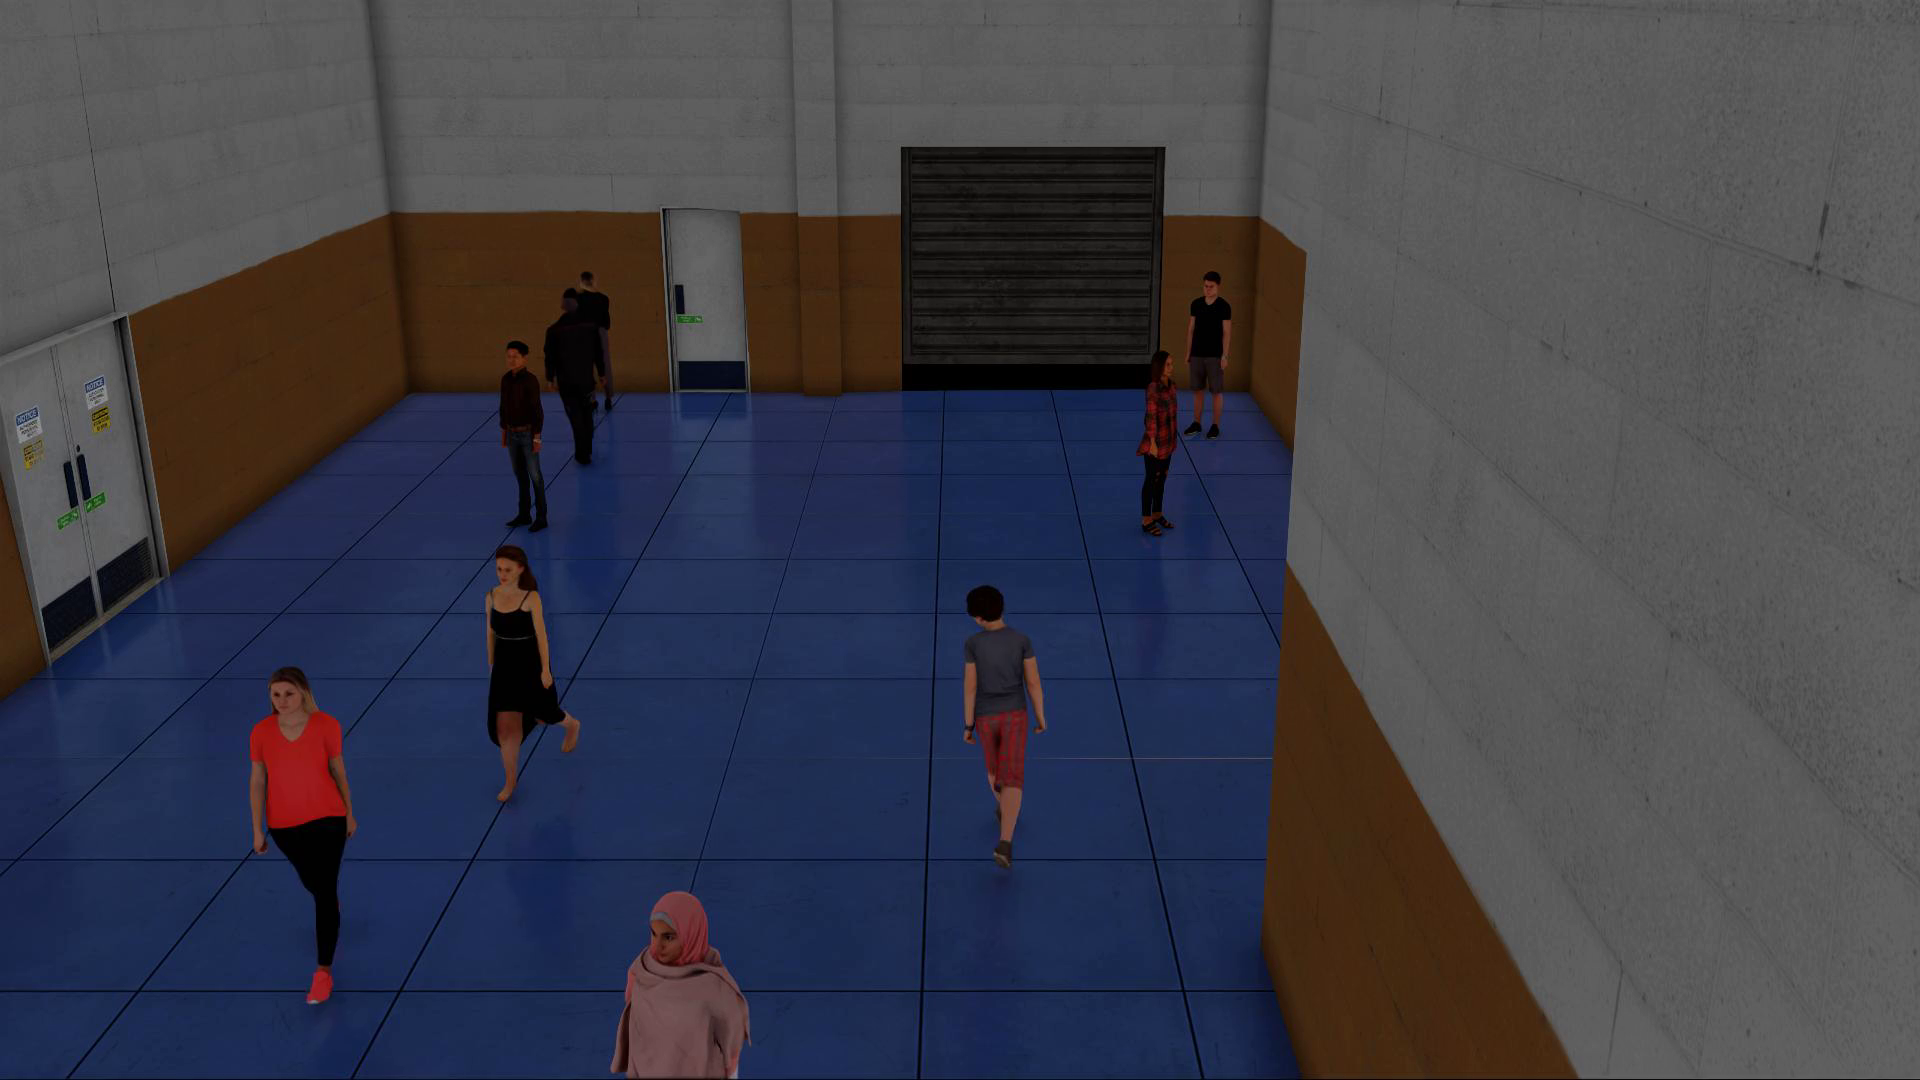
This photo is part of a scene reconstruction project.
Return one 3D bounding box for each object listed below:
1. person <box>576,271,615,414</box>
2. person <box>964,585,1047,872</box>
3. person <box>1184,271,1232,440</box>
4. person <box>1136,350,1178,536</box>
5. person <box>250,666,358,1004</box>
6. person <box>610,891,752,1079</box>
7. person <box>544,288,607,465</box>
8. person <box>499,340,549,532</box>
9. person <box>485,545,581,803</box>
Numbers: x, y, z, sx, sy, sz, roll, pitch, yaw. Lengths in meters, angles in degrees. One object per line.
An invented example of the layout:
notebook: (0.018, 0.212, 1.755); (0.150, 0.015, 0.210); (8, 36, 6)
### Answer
person: (-4.314, -2.330, 19.586); (0.652, 1.668, 0.747); (-12, 22, -32)
person: (0.228, 1.092, 9.506); (1.094, 1.611, 0.725); (2, 19, 5)
person: (2.778, -2.076, 18.530); (0.721, 1.861, 0.817); (13, 22, 33)
person: (1.832, -0.907, 15.310); (0.723, 1.704, 0.700); (12, 22, 31)
person: (-3.321, 1.416, 8.508); (1.137, 1.647, 0.787); (-2, 19, -7)
person: (-1.032, 2.119, 6.177); (0.656, 1.804, 0.773); (7, 20, 20)
person: (-3.979, -1.696, 17.393); (0.984, 1.844, 1.050); (-12, 22, -31)
person: (-4.032, -0.973, 15.382); (0.656, 1.783, 0.781); (11, 22, 29)
person: (-2.703, 0.780, 10.475); (1.033, 1.595, 0.845); (6, 19, 16)
